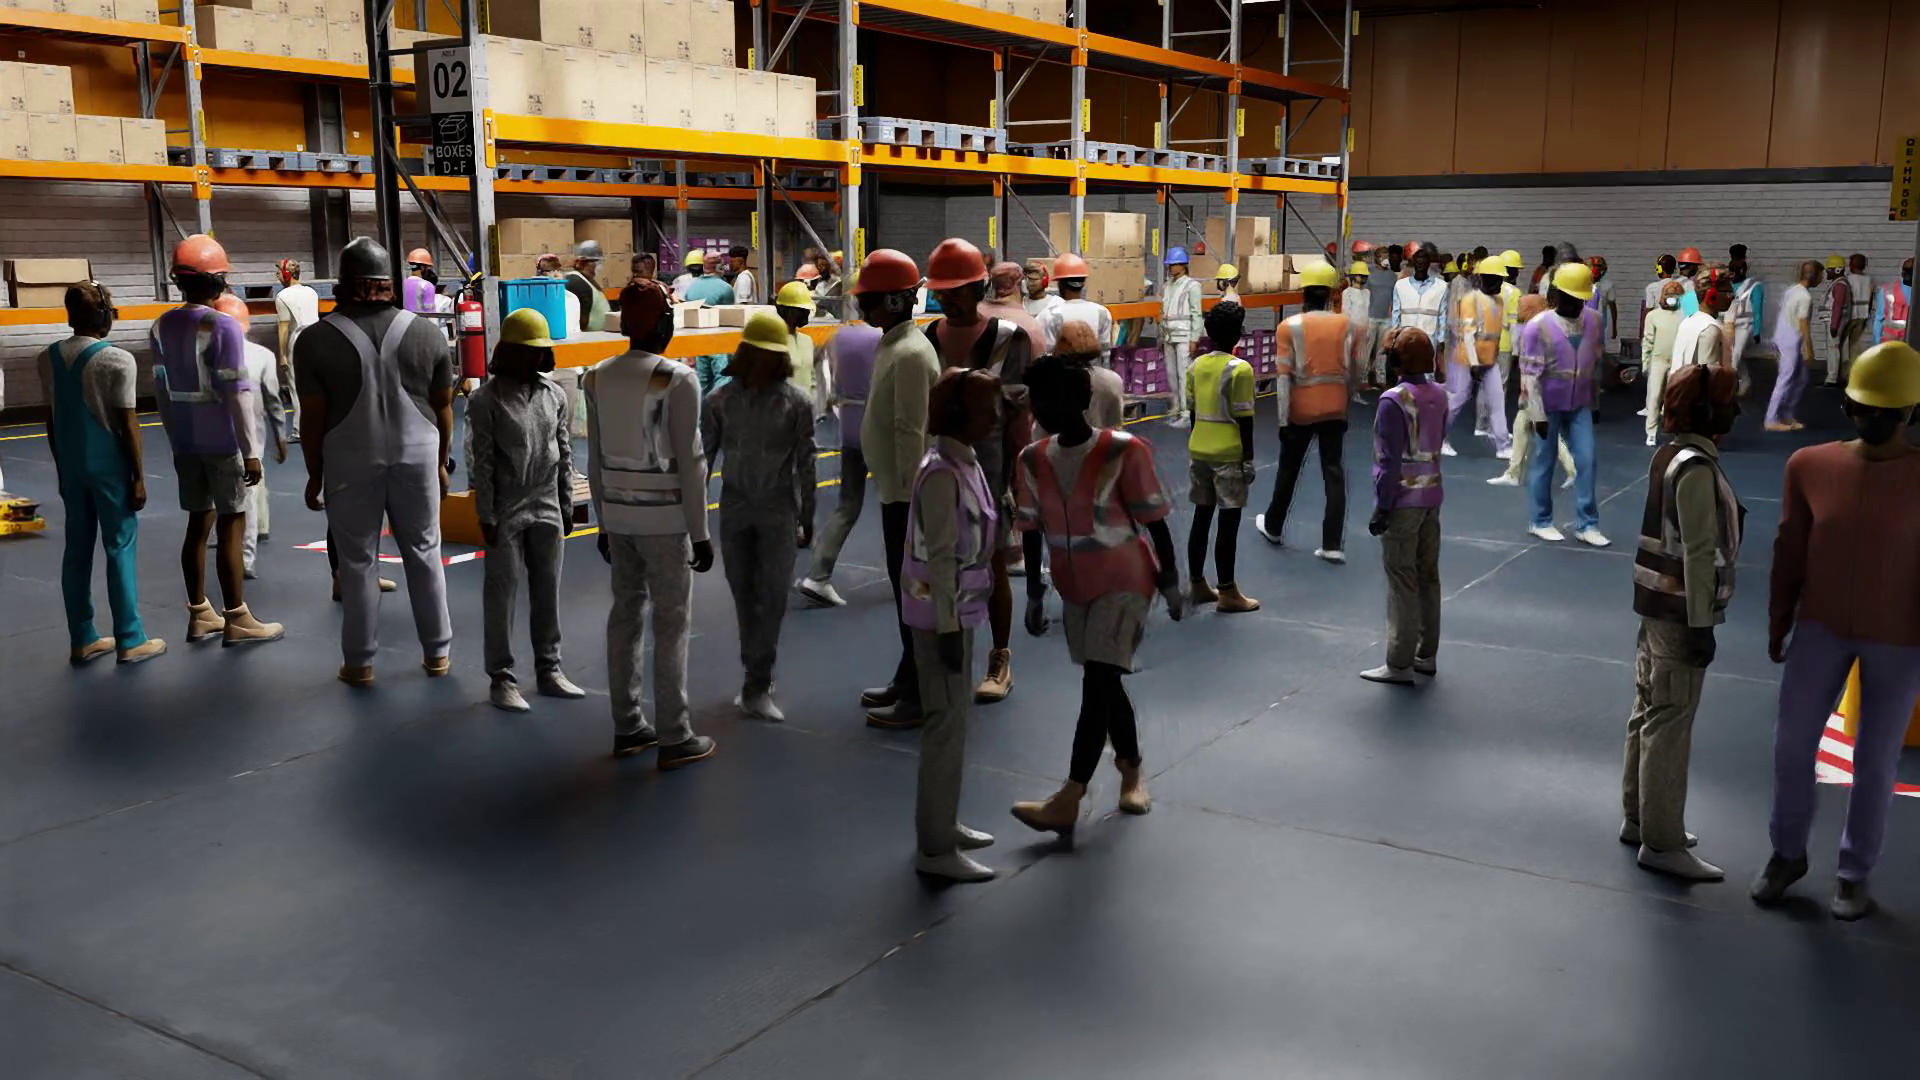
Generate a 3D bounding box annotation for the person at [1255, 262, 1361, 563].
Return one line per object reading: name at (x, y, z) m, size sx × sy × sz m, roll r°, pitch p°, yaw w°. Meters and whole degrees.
person at (2.255, -0.835, 10.710) m, size 0.594 × 1.870 × 0.984 m, roll -2°, pitch 10°, yaw -10°

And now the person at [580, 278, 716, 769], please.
person at (-1.196, -0.060, 6.414) m, size 0.576 × 1.879 × 0.363 m, roll 7°, pitch 12°, yaw 33°

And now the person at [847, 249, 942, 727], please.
person at (-0.260, -0.217, 6.993) m, size 0.408 × 1.986 × 0.616 m, roll -1°, pitch 10°, yaw -8°

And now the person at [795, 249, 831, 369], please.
person at (-1.978, -3.038, 22.854) m, size 0.650 × 1.898 × 0.622 m, roll 5°, pitch 11°, yaw 27°

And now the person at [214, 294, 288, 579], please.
person at (-4.443, -0.651, 10.179) m, size 0.599 × 1.712 × 0.771 m, roll -4°, pitch 11°, yaw -22°

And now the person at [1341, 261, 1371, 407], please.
person at (4.853, -2.518, 20.342) m, size 0.533 × 1.768 × 0.310 m, roll -9°, pitch 14°, yaw -42°

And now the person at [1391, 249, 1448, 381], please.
person at (5.083, -2.253, 18.454) m, size 0.597 × 1.916 × 0.370 m, roll 3°, pitch 11°, yaw 14°

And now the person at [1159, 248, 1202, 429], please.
person at (2.401, -2.168, 17.994) m, size 0.522 × 1.936 × 0.667 m, roll -6°, pitch 12°, yaw -29°

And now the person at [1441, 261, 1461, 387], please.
person at (6.709, -2.925, 22.697) m, size 0.338 × 1.735 × 0.488 m, roll -3°, pitch 11°, yaw -14°

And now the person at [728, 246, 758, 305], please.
person at (-2.785, -2.785, 21.316) m, size 0.392 × 1.953 × 0.604 m, roll -1°, pitch 10°, yaw -4°

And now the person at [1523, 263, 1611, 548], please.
person at (4.014, -0.879, 10.963) m, size 0.641 × 1.868 × 0.782 m, roll -2°, pitch 10°, yaw -9°

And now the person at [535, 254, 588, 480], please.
person at (-3.381, -1.415, 13.843) m, size 0.409 × 1.909 × 0.641 m, roll 9°, pitch 13°, yaw 39°

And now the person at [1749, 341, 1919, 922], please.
person at (2.637, 0.287, 4.871) m, size 0.538 × 1.742 × 0.483 m, roll 8°, pitch 13°, yaw 39°

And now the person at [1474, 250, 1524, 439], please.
person at (5.527, -1.985, 16.984) m, size 0.401 × 1.919 × 0.581 m, roll -4°, pitch 11°, yaw -21°

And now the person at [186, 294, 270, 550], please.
person at (-4.868, -0.806, 10.974) m, size 0.488 × 1.729 × 0.570 m, roll -1°, pitch 10°, yaw -4°

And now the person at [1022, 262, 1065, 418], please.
person at (0.659, -1.409, 13.987) m, size 0.569 × 1.840 × 0.374 m, roll 5°, pitch 11°, yaw 26°

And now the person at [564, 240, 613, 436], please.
person at (-3.769, -2.046, 16.966) m, size 0.535 × 2.000 × 0.717 m, roll 1°, pitch 10°, yaw 3°

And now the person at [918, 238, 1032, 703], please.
person at (0.016, -0.298, 7.320) m, size 0.613 × 2.033 × 0.410 m, roll 4°, pitch 11°, yaw 21°

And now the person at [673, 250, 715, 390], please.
person at (-2.937, -2.308, 18.777) m, size 0.625 × 1.904 × 0.443 m, roll 1°, pitch 10°, yaw 8°

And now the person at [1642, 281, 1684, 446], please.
person at (6.972, -1.724, 16.344) m, size 0.515 × 1.619 × 0.289 m, roll 4°, pitch 11°, yaw 21°

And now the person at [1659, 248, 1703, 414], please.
person at (8.334, -2.389, 19.192) m, size 0.385 × 1.929 × 0.546 m, roll -1°, pitch 10°, yaw -3°

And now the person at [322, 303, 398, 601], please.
person at (-3.421, -0.505, 9.392) m, size 0.321 × 1.693 × 0.530 m, roll 2°, pitch 10°, yaw 11°

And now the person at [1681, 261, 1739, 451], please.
person at (7.158, -1.747, 15.914) m, size 0.500 × 1.817 × 0.596 m, roll -8°, pitch 13°, yaw -38°

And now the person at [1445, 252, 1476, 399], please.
person at (6.400, -2.734, 21.278) m, size 0.331 × 1.864 × 0.506 m, roll 2°, pitch 10°, yaw 12°

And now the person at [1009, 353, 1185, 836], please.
person at (0.440, 0.185, 5.697) m, size 0.568 × 1.642 × 0.749 m, roll 9°, pitch 14°, yaw 42°

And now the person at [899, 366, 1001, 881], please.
person at (-0.032, 0.259, 5.340) m, size 0.324 × 1.630 × 0.529 m, roll 2°, pitch 10°, yaw 9°

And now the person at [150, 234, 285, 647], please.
person at (-3.723, -0.488, 8.319) m, size 0.615 × 2.045 × 0.365 m, roll 5°, pitch 12°, yaw 28°

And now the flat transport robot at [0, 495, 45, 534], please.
flat transport robot at (-7.031, -0.204, 11.668) m, size 1.431 × 0.197 × 0.652 m, roll 9°, pitch 14°, yaw 42°

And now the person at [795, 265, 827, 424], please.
person at (-1.650, -2.147, 18.321) m, size 0.327 × 1.752 × 0.561 m, roll 3°, pitch 11°, yaw 14°

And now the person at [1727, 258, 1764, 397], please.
person at (9.940, -2.696, 21.269) m, size 0.957 × 1.800 × 0.642 m, roll -5°, pitch 12°, yaw -28°

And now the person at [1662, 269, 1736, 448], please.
person at (4.608, -0.761, 10.387) m, size 0.389 × 1.846 × 0.566 m, roll 2°, pitch 10°, yaw 9°

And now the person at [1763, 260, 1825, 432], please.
person at (8.774, -2.014, 17.414) m, size 0.582 × 1.810 × 0.545 m, roll 2°, pitch 10°, yaw 13°

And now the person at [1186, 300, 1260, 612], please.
person at (1.438, -0.457, 9.106) m, size 0.317 × 1.700 × 0.538 m, roll -6°, pitch 12°, yaw -28°
